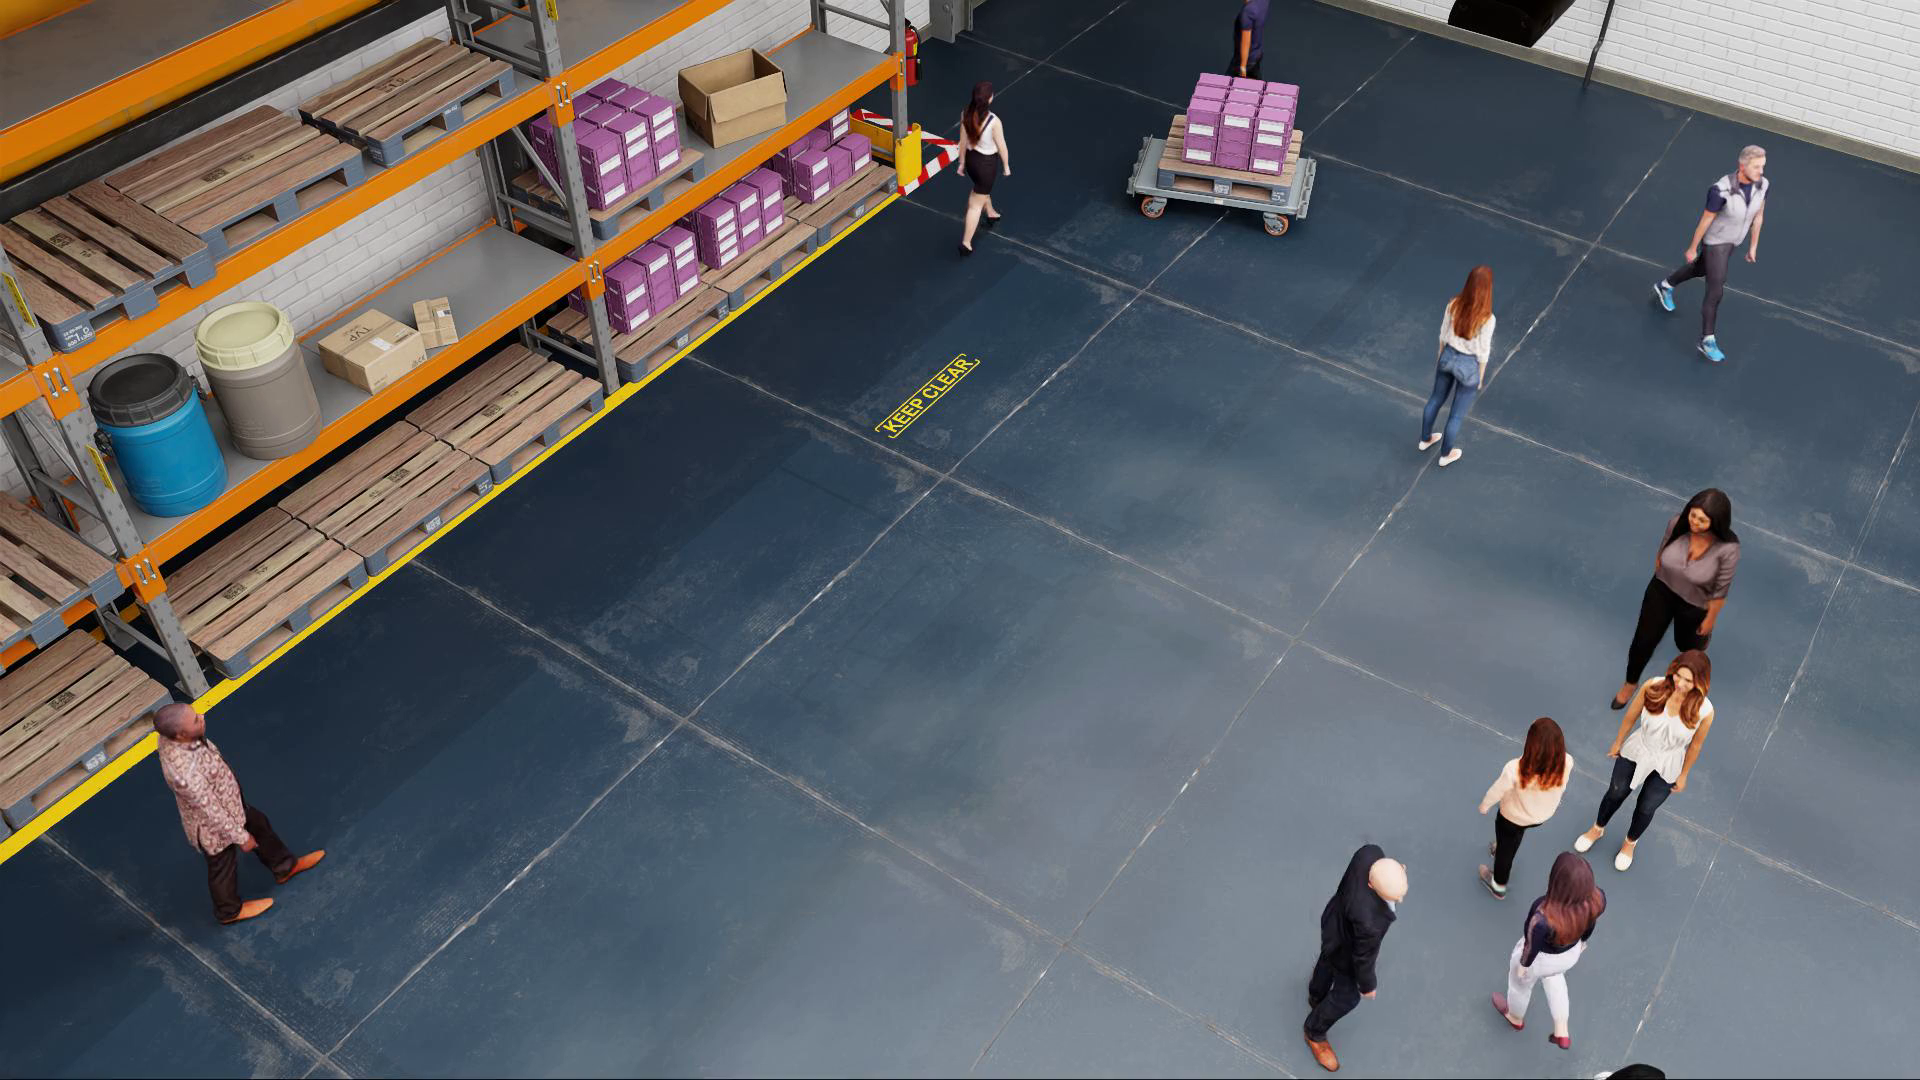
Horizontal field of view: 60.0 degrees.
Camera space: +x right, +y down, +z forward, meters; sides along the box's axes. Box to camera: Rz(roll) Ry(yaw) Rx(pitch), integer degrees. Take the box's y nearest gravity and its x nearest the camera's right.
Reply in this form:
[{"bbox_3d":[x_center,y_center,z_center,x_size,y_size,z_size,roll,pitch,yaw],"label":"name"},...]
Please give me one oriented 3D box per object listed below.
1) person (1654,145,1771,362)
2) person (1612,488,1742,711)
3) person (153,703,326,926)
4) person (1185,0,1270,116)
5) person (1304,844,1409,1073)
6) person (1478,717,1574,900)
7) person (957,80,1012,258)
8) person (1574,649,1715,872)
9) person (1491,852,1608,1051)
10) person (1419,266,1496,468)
[{"bbox_3d":[6.151,-2.462,13.625,1.292,1.776,1.193,-17,46,-17],"label":"person"},{"bbox_3d":[4.667,0.355,10.644,0.805,1.809,1.130,32,52,29],"label":"person"},{"bbox_3d":[-4.293,1.578,9.379,1.065,1.783,0.960,-20,47,-19],"label":"person"},{"bbox_3d":[2.809,-4.551,15.848,0.796,1.736,1.088,22,48,21],"label":"person"},{"bbox_3d":[2.067,2.073,8.876,0.977,1.762,0.756,-4,44,-4],"label":"person"},{"bbox_3d":[3.274,1.596,9.586,0.714,1.473,0.777,-9,44,-10],"label":"person"},{"bbox_3d":[0.135,-3.190,14.506,0.599,1.615,0.966,23,48,22],"label":"person"},{"bbox_3d":[4.040,1.272,9.700,0.600,1.784,0.521,27,50,26],"label":"person"},{"bbox_3d":[3.155,2.237,8.828,0.844,1.590,0.892,-11,45,-11],"label":"person"},{"bbox_3d":[3.739,-1.298,12.437,0.609,1.730,0.626,-31,52,-28],"label":"person"}]
